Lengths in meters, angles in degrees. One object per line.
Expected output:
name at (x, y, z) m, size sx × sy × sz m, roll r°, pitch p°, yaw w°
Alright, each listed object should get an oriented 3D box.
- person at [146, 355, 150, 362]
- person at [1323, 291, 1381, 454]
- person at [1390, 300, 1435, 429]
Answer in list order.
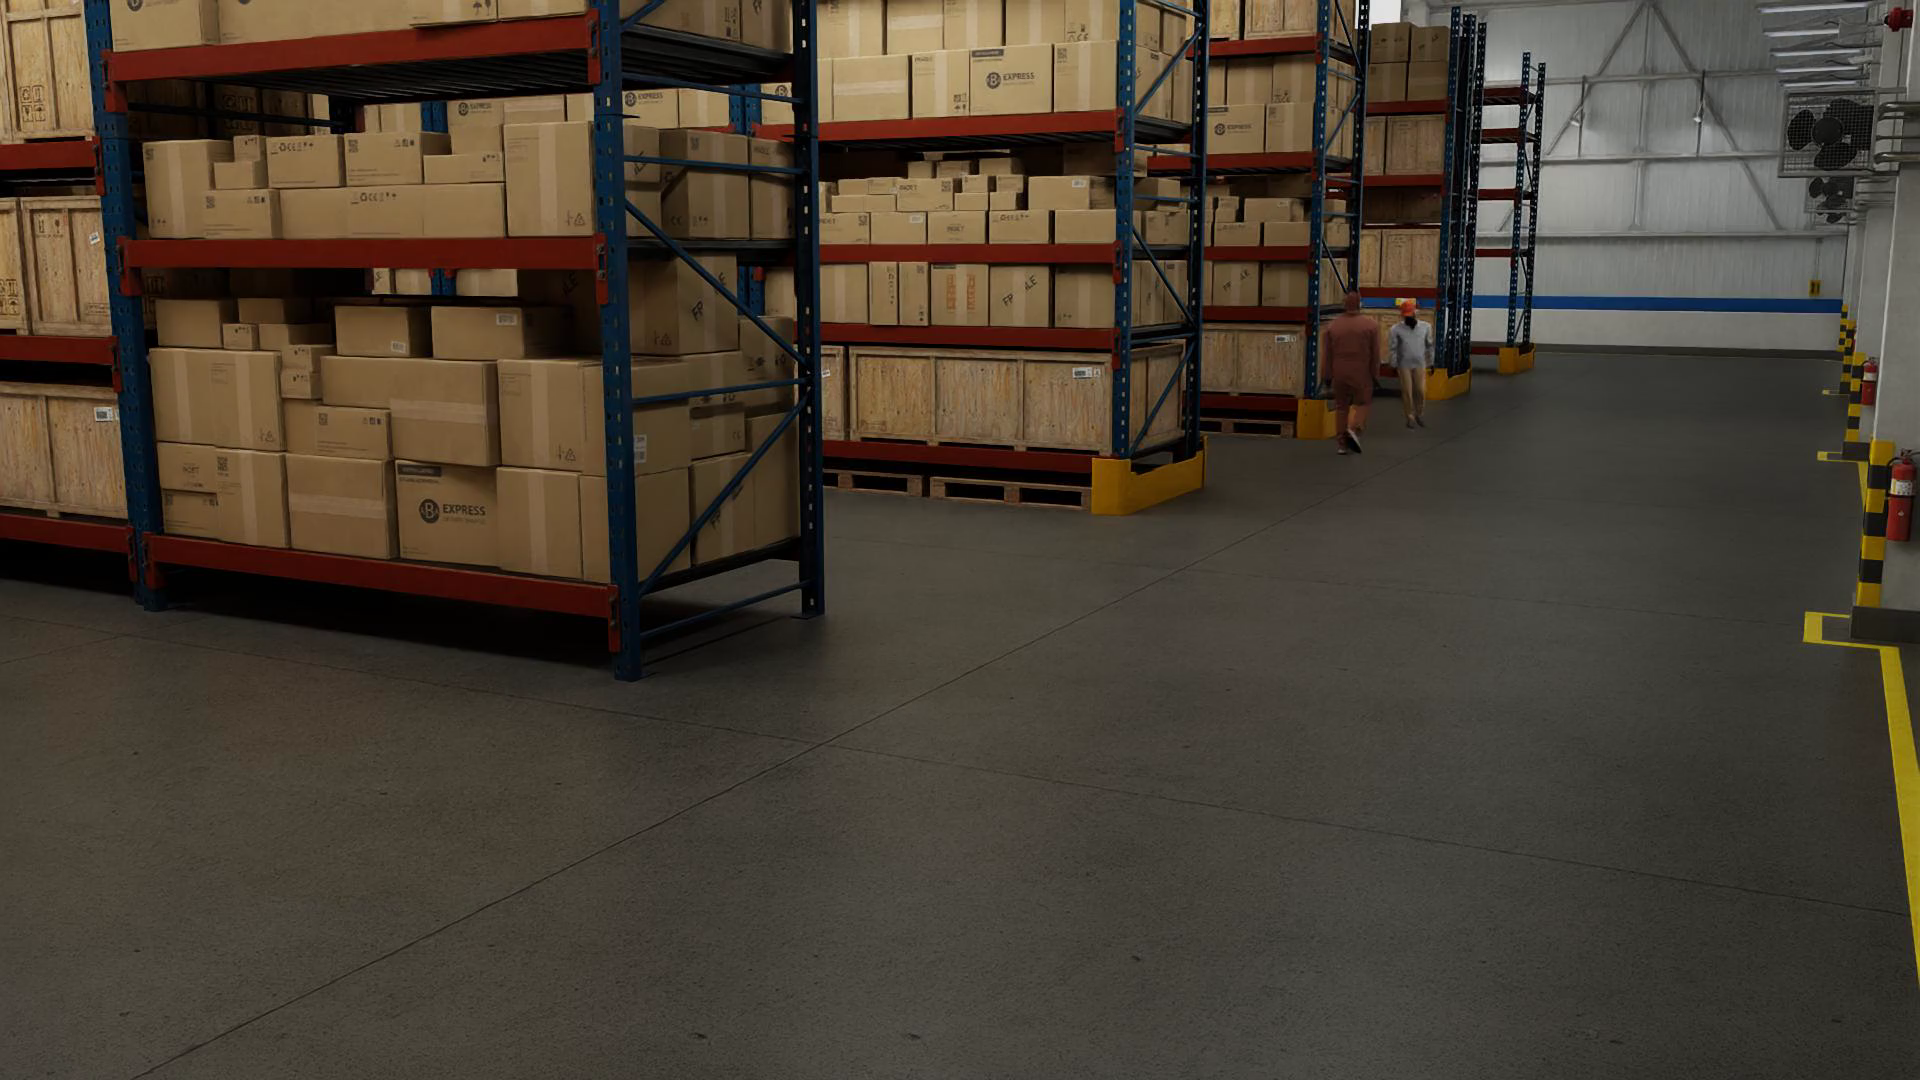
person at (-7.848, -1.353, 15.933) m, size 0.927 × 1.892 × 0.555 m, roll 5°, pitch 11°, yaw 27°
person at (4.532, -1.925, 19.240) m, size 0.674 × 1.892 × 0.419 m, roll 5°, pitch 11°, yaw 26°
person at (6.006, -2.328, 22.080) m, size 0.591 × 1.720 × 0.436 m, roll 1°, pitch 10°, yaw 6°
